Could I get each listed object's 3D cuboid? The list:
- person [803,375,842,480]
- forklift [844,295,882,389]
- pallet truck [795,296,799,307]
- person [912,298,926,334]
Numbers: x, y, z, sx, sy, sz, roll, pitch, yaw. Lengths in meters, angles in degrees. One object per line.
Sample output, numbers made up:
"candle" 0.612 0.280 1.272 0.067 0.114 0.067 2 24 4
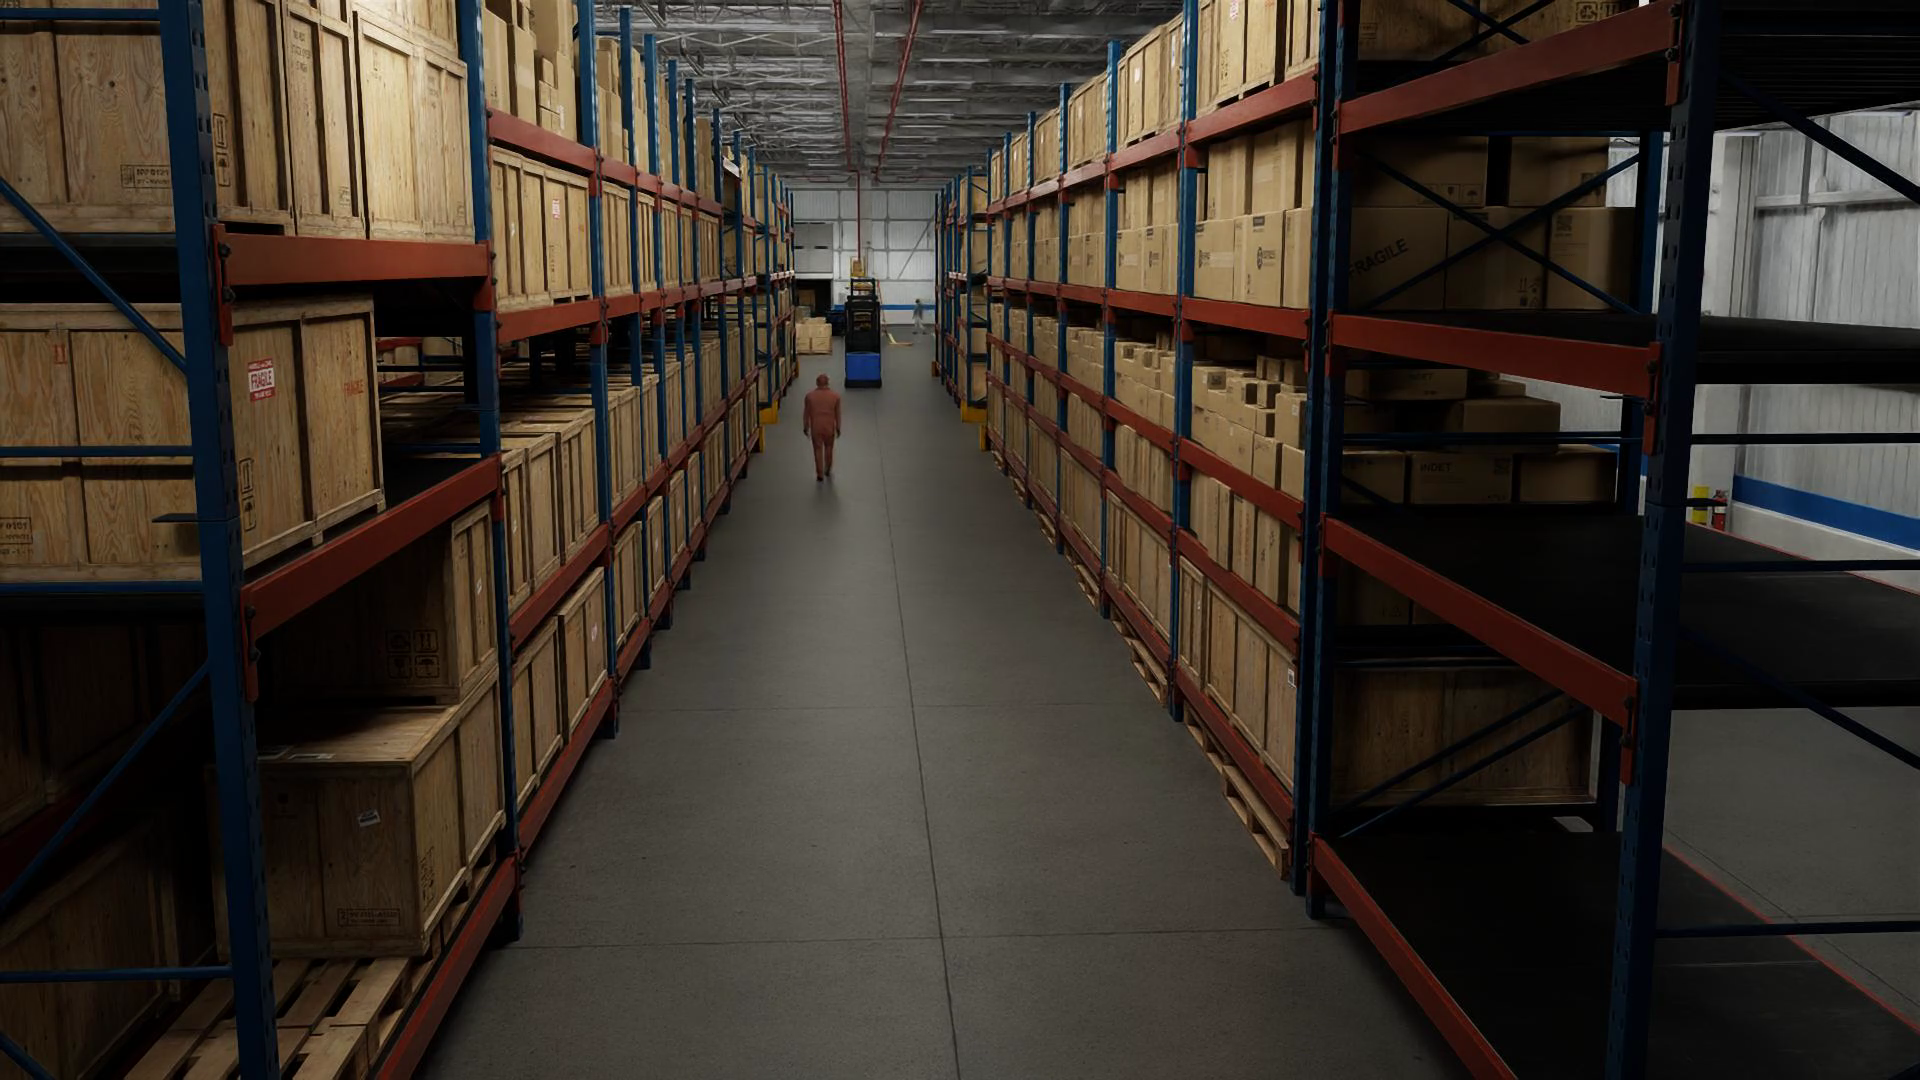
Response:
"person" -2.448 -2.008 29.535 0.668 1.848 1.035 -2 10 -10
"forklift" -2.953 -6.026 50.464 1.129 2.768 1.873 -1 10 -4
"pallet truck" -8.622 -12.439 91.403 1.885 1.965 0.823 2 10 13
"person" -2.176 -11.836 88.079 0.860 1.915 0.633 5 11 26
